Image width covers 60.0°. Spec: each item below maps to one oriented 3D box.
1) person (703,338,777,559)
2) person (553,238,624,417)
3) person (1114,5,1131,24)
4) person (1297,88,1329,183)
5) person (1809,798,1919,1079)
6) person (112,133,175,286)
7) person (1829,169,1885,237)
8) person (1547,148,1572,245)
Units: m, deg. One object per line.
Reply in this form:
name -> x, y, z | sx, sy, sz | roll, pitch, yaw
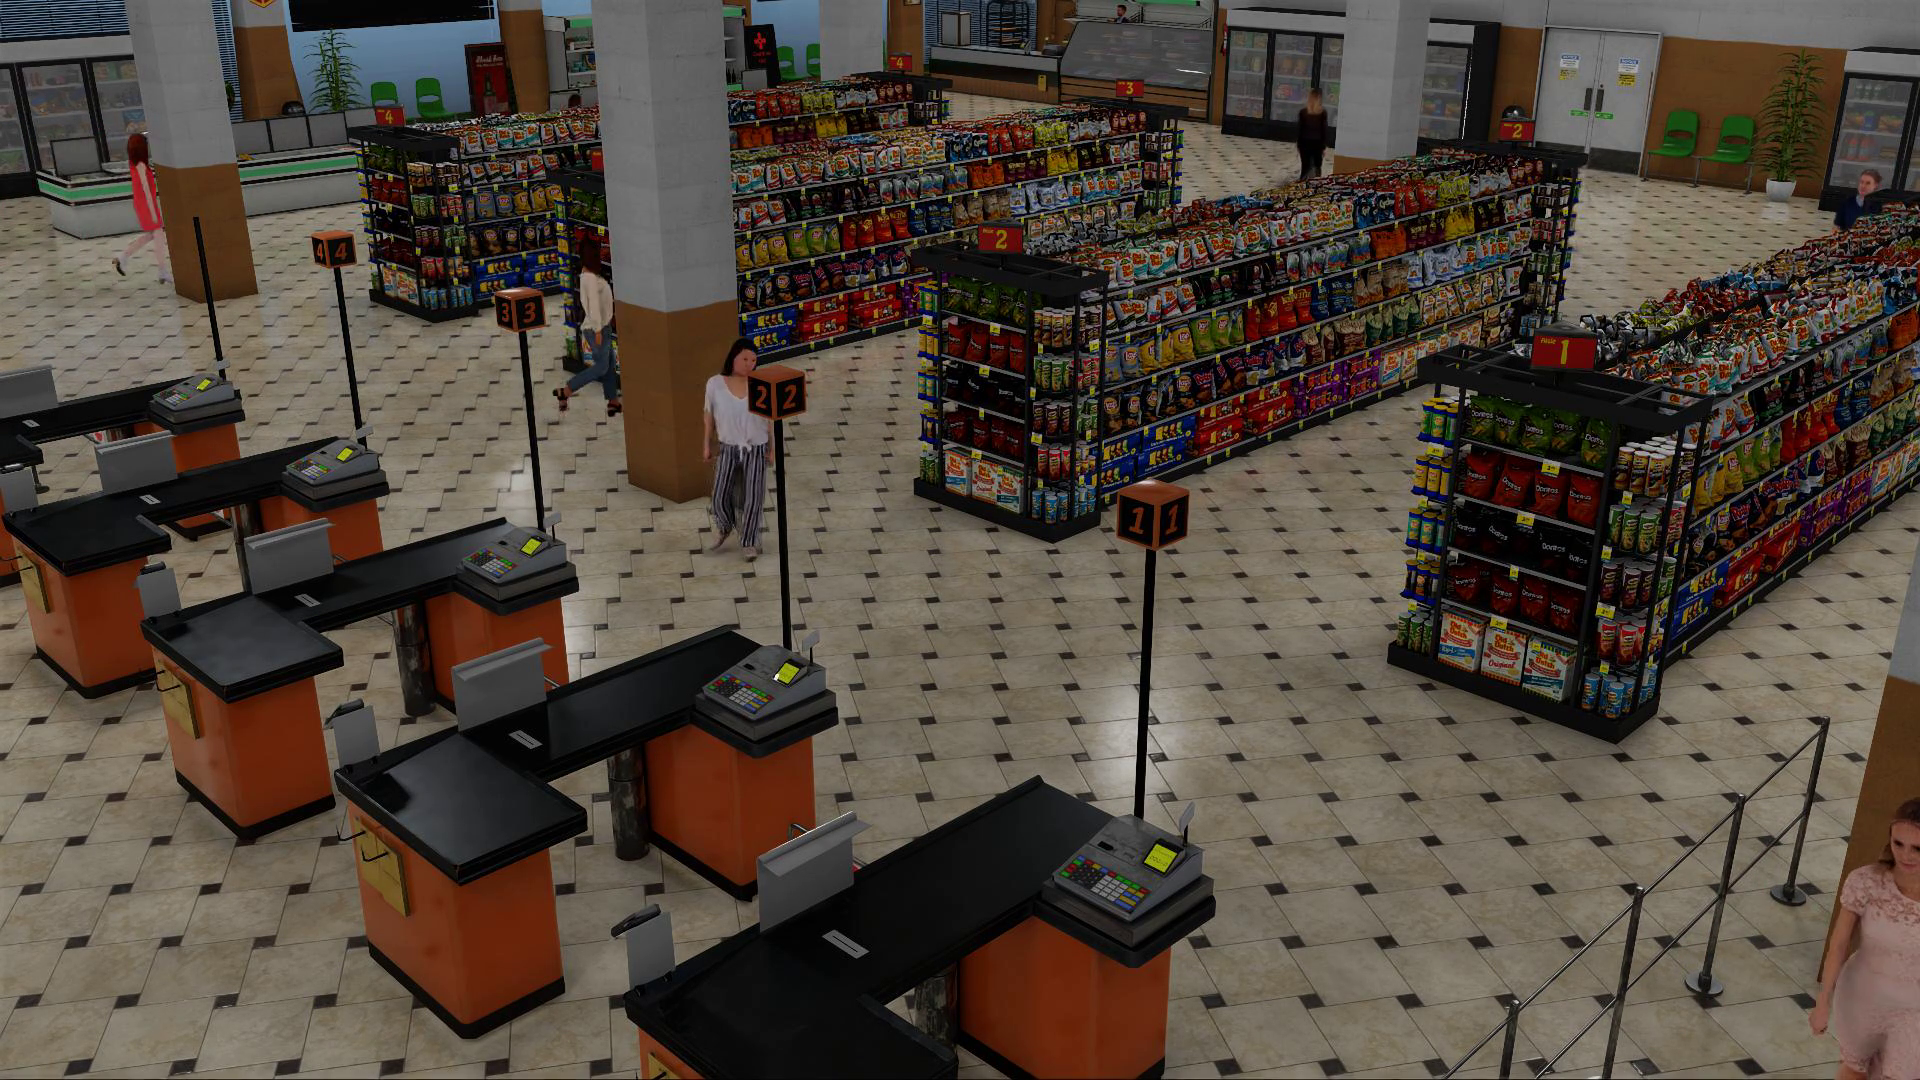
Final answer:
person -> -1.594, -0.666, 12.010 | 0.862, 1.666, 0.925 | 3, 22, 7
person -> -3.364, -1.891, 15.064 | 1.049, 1.662, 0.912 | -5, 22, -13
person -> 3.725, -11.420, 38.503 | 0.586, 1.867, 0.635 | -19, 29, -39
person -> 5.261, -5.898, 25.000 | 0.780, 1.689, 0.901 | 10, 24, 23
person -> 3.380, 1.680, 6.044 | 0.823, 1.761, 1.201 | 10, 24, 24
person -> -9.849, -3.929, 19.943 | 0.972, 1.807, 0.694 | -15, 26, -32
person -> 9.396, -2.948, 17.484 | 1.256, 1.819, 0.838 | -14, 26, -31
person -> 8.035, -4.600, 22.350 | 0.704, 1.256, 0.728 | -7, 23, -17
